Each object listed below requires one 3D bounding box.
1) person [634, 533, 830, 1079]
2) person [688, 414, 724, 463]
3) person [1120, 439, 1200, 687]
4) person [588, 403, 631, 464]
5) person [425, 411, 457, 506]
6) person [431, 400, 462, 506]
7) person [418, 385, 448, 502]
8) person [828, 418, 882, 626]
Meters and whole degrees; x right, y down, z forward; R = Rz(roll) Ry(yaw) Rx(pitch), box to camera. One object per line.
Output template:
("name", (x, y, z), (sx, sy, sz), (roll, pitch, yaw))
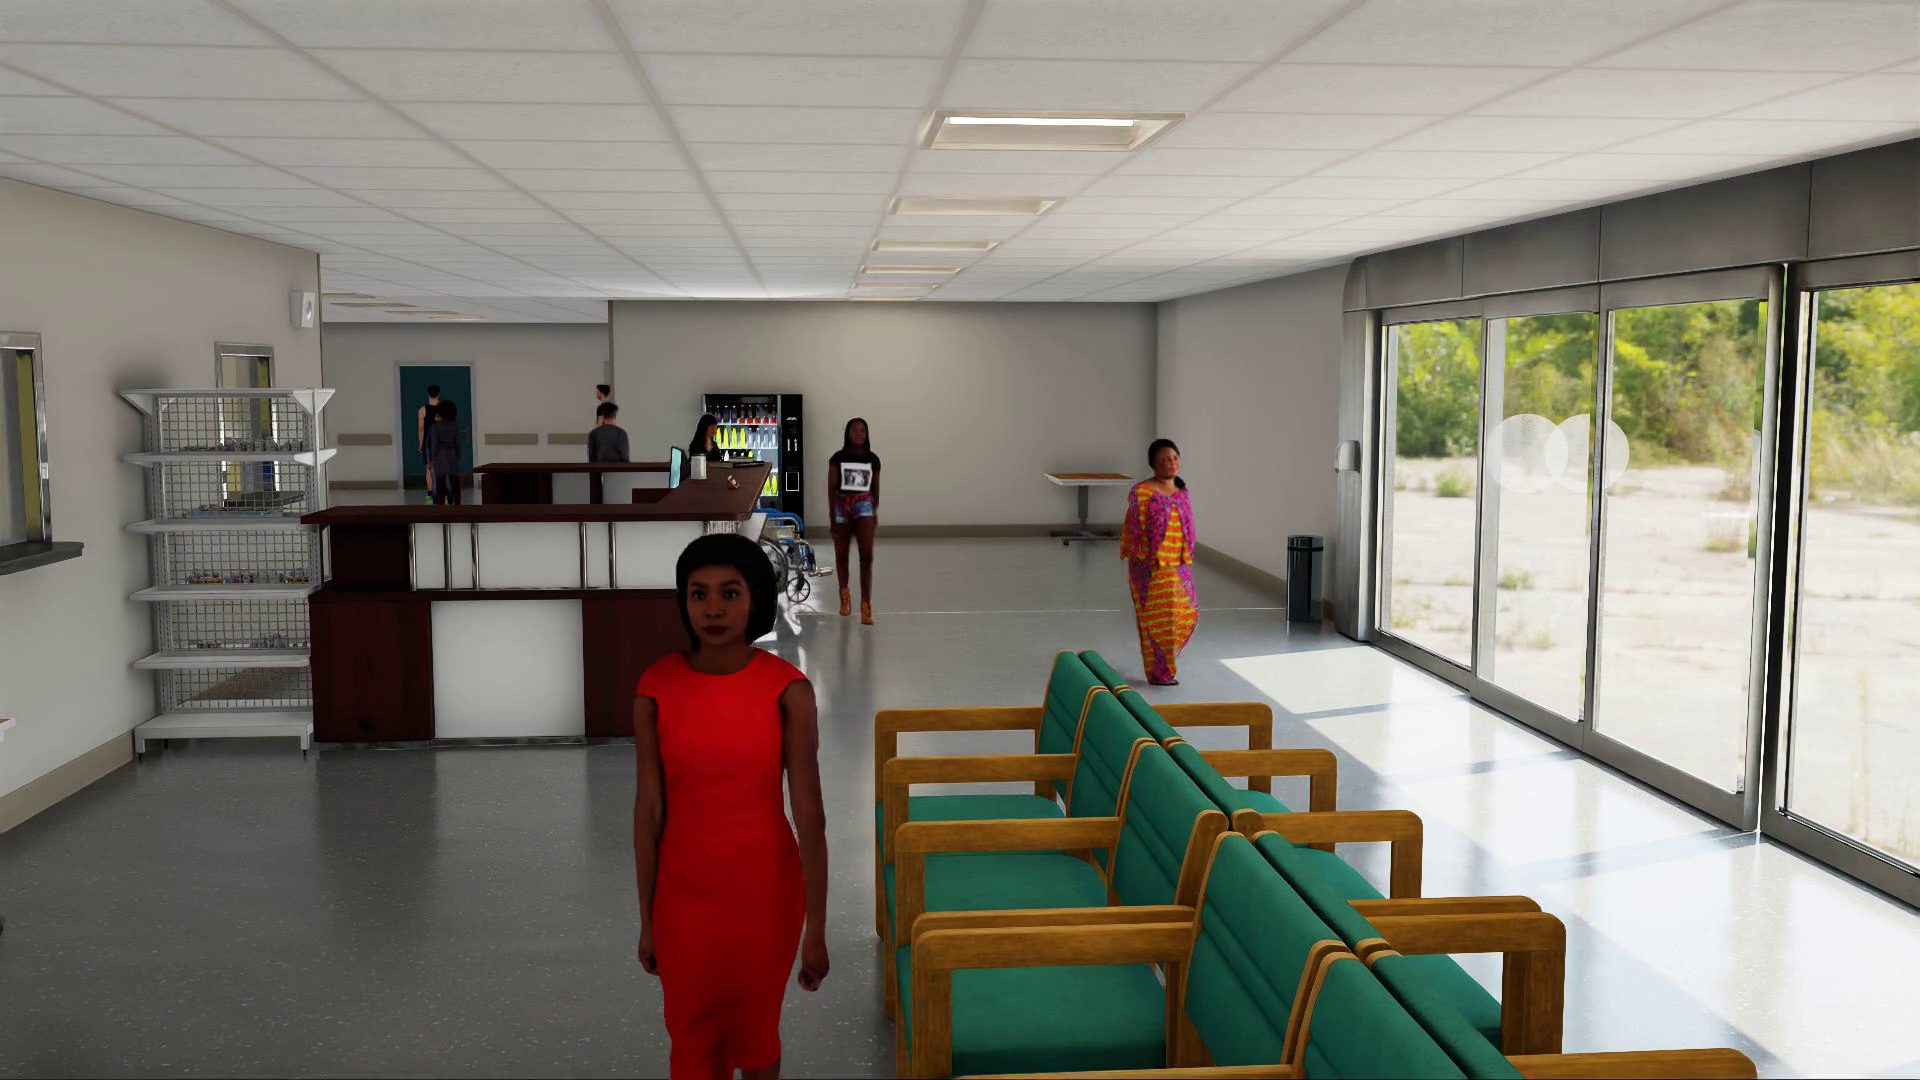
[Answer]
("person", (-0.515, 0.865, 3.844), (1.016, 1.693, 0.672), (0, 6, -3))
("person", (-2.963, -0.590, 18.778), (1.118, 1.598, 1.019), (4, 7, 33))
("person", (1.329, 0.141, 11.174), (0.837, 1.665, 0.858), (-3, 7, -28))
("person", (-3.908, -0.648, 18.560), (0.560, 1.756, 0.726), (0, 6, 4))
("person", (-7.438, -1.111, 23.863), (0.491, 1.616, 0.670), (0, 6, -2))
("person", (-7.261, -1.124, 23.520), (0.626, 1.711, 0.727), (-4, 7, -36))
("person", (-8.593, -1.588, 27.233), (0.632, 1.892, 0.802), (-2, 6, -22))
("person", (-0.905, -0.143, 13.882), (1.081, 1.688, 0.651), (0, 6, -5))
